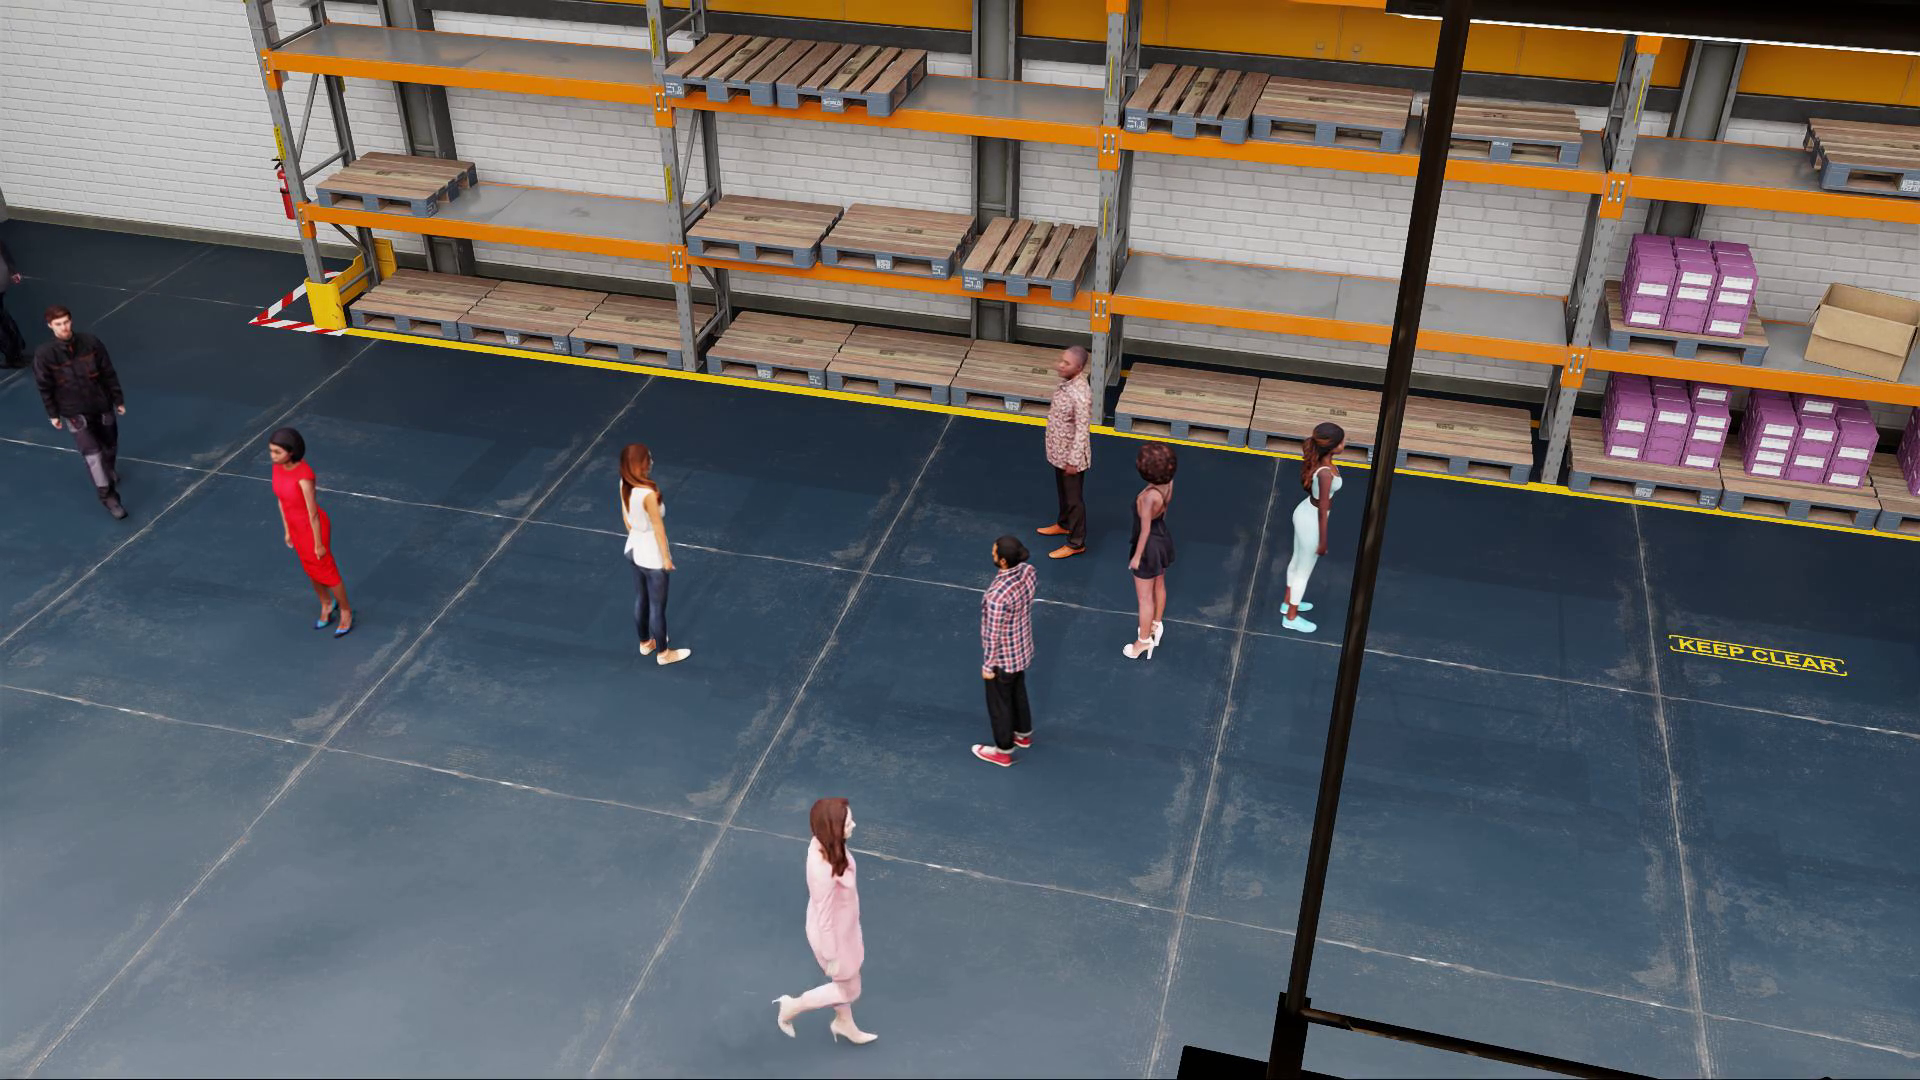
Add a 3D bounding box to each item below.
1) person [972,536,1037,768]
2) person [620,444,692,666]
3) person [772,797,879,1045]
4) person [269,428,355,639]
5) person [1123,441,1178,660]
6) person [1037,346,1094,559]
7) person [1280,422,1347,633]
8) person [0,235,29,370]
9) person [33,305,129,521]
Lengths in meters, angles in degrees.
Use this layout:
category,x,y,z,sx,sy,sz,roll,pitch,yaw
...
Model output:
category,x,y,z,sx,sy,sz,roll,pitch,yaw
person,0.314,0.724,10.995,0.664,1.759,0.723,15,37,22
person,-2.250,0.108,11.899,0.736,1.784,0.635,-26,42,-33
person,-0.752,2.093,8.907,0.862,1.790,0.713,2,34,4
person,-4.766,-0.060,12.191,0.559,1.741,0.683,22,40,30
person,1.377,0.070,11.950,0.610,1.790,0.606,18,38,25
person,0.873,-0.717,13.120,0.750,1.806,0.776,-6,34,-9
person,2.593,-0.110,12.281,0.613,1.724,0.615,-1,34,-2
person,-9.120,-2.432,15.693,0.613,1.814,0.768,9,35,13
person,-7.221,-1.115,13.719,1.121,1.805,1.281,-27,42,-34
